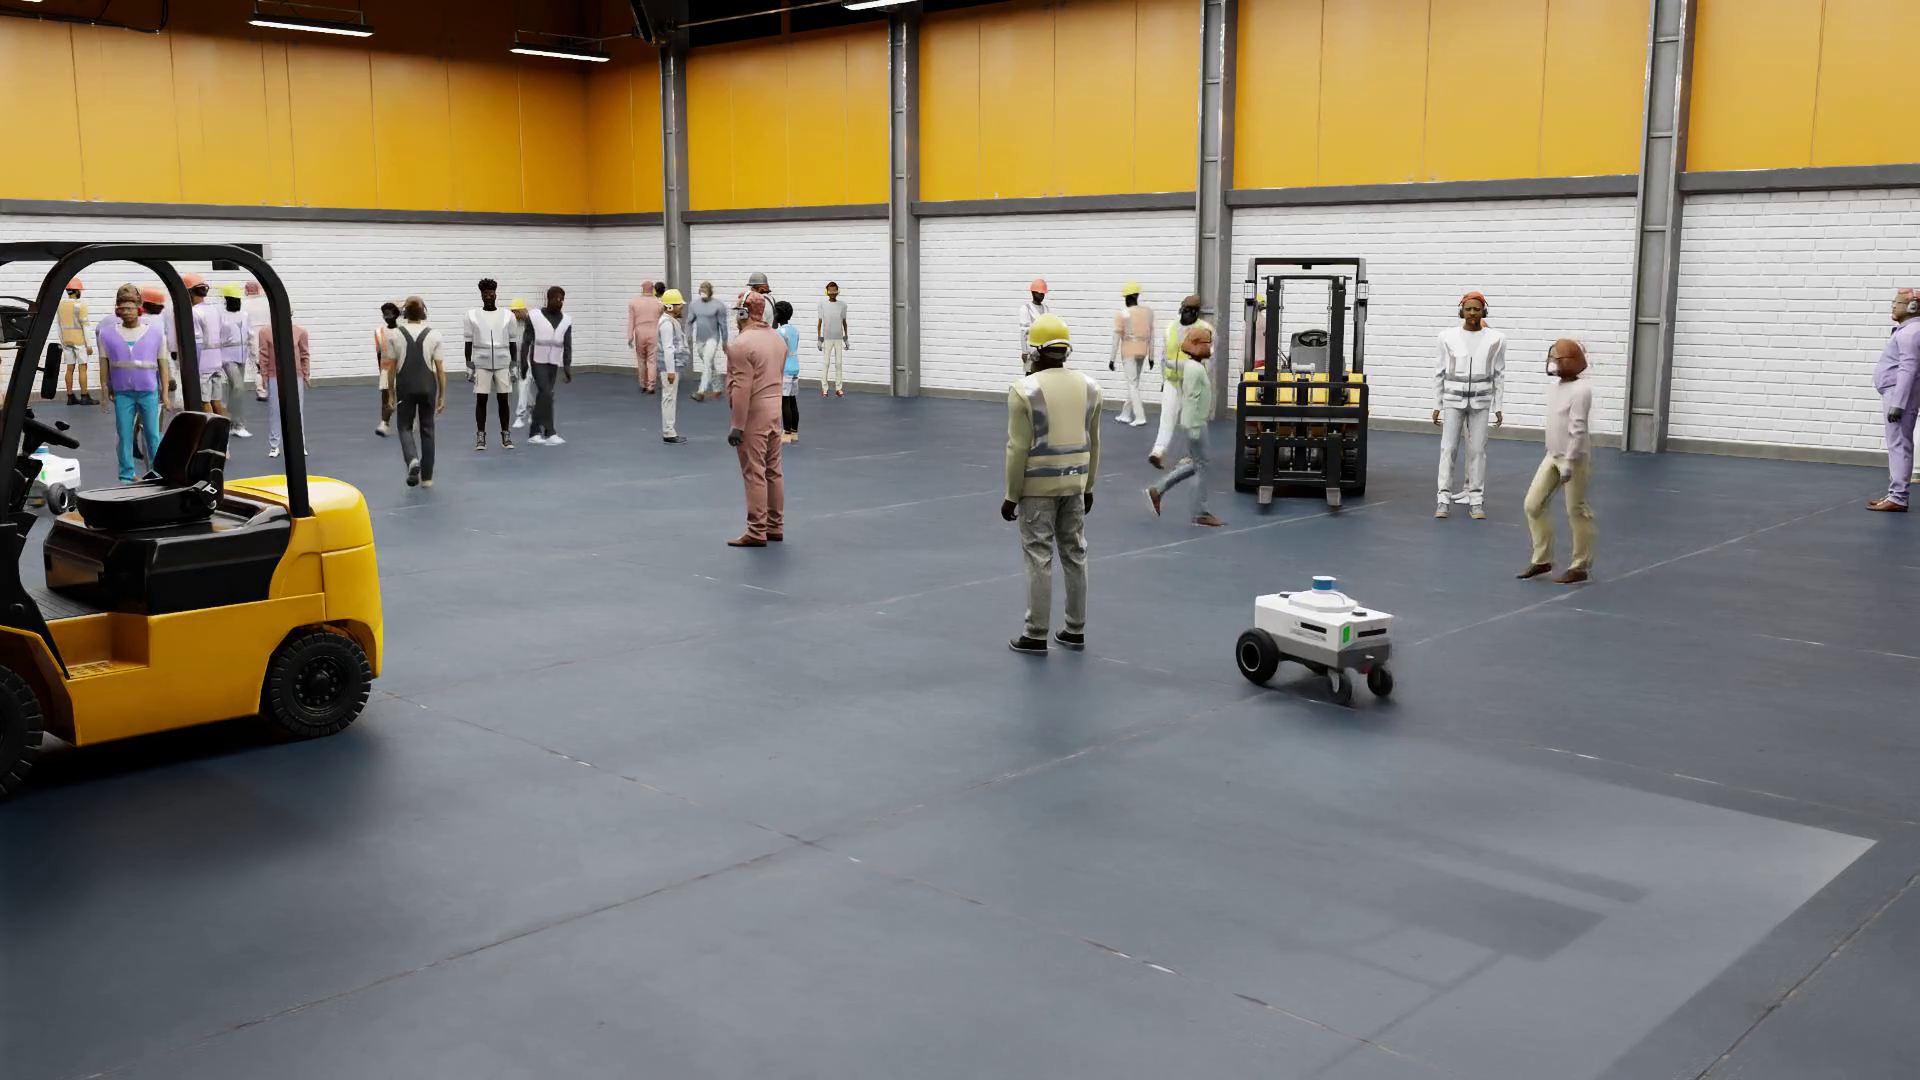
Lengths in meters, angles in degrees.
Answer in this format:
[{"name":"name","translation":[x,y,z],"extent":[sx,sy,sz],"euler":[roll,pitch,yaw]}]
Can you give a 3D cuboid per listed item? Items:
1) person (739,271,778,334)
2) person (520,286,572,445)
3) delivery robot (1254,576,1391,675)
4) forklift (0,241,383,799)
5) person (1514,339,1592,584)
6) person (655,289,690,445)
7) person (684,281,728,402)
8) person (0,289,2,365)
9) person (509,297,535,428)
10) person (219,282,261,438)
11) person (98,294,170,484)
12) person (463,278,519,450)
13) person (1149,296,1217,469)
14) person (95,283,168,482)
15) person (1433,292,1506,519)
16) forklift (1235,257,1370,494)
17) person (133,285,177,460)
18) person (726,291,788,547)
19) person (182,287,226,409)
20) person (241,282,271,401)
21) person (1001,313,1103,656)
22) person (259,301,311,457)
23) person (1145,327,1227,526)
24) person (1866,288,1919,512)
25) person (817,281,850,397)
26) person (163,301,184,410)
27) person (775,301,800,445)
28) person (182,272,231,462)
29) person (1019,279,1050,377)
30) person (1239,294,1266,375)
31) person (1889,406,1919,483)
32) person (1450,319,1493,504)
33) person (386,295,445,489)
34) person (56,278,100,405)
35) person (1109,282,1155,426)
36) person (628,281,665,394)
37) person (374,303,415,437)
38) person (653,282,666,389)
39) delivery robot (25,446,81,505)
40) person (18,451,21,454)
[{"name":"person","translation":[-2.798,-2.705,23.095],"extent":[0.535,2.000,0.684],"euler":[2,9,12]},{"name":"person","translation":[-4.825,-2.047,19.618],"extent":[0.835,1.858,0.605],"euler":[7,12,38]},{"name":"delivery robot","translation":[1.781,0.421,8.188],"extent":[0.477,0.478,0.707],"euler":[-5,11,-30]},{"name":"forklift","translation":[-3.706,-0.171,7.093],"extent":[1.214,2.155,2.313],"euler":[9,13,43]},{"name":"person","translation":[3.904,-0.501,10.875],"extent":[0.564,1.613,0.503],"euler":[-2,9,-12]},{"name":"person","translation":[-3.399,-2.044,19.678],"extent":[0.404,1.833,0.592],"euler":[-1,9,-8]},{"name":"person","translation":[-3.980,-3.123,26.197],"extent":[0.640,1.883,1.064],"euler":[4,10,23]},{"name":"person","translation":[-12.772,-2.485,21.919],"extent":[0.393,1.985,0.611],"euler":[-3,10,-19]},{"name":"person","translation":[-5.782,-2.360,22.010],"extent":[0.493,1.708,0.849],"euler":[2,9,10]},{"name":"person","translation":[-8.850,-2.198,20.429],"extent":[0.702,1.902,0.609],"euler":[3,10,15]},{"name":"person","translation":[-7.631,-1.352,15.398],"extent":[0.570,1.843,0.372],"euler":[-3,10,-20]},{"name":"person","translation":[-5.378,-2.015,19.097],"extent":[0.610,1.965,0.364],"euler":[-4,10,-21]},{"name":"person","translation":[2.313,-1.627,17.256],"extent":[0.644,1.788,0.948],"euler":[6,11,34]},{"name":"person","translation":[-7.819,-1.456,15.768],"extent":[0.627,1.934,0.370],"euler":[1,9,5]},{"name":"person","translation":[4.216,-1.111,13.810],"extent":[0.573,1.883,0.355],"euler":[2,9,12]},{"name":"forklift","translation":[3.309,-1.629,16.029],"extent":[1.214,2.155,2.313],"euler":[2,9,11]},{"name":"person","translation":[-8.721,-1.789,17.898],"extent":[0.622,1.900,0.438],"euler":[5,10,28]},{"name":"person","translation":[-1.550,-0.901,12.446],"extent":[0.401,1.910,0.642],"euler":[4,10,24]},{"name":"person","translation":[-11.055,-2.835,24.153],"extent":[0.641,1.966,0.839],"euler":[5,10,26]},{"name":"person","translation":[-11.145,-3.130,26.234],"extent":[0.681,1.856,0.967],"euler":[-8,12,-39]},{"name":"person","translation":[0.476,-0.294,8.945],"extent":[0.588,1.835,0.403],"euler":[-6,11,-31]},{"name":"person","translation":[-7.447,-1.794,18.369],"extent":[0.524,1.764,0.329],"euler":[-4,10,-22]},{"name":"person","translation":[1.838,-0.910,13.404],"extent":[0.605,1.616,0.503],"euler":[1,9,9]},{"name":"person","translation":[8.032,-1.195,14.237],"extent":[0.409,1.909,0.652],"euler":[6,11,33]},{"name":"person","translation":[-2.050,-3.244,26.925],"extent":[0.538,1.869,0.312],"euler":[-3,10,-18]},{"name":"person","translation":[-11.478,-2.818,24.475],"extent":[0.432,1.826,0.643],"euler":[-2,10,-14]},{"name":"person","translation":[-2.072,-1.974,19.666],"extent":[0.318,1.697,0.535],"euler":[3,10,16]},{"name":"person","translation":[-8.051,-1.814,17.647],"extent":[0.395,2.035,0.614],"euler":[0,9,2]},{"name":"person","translation":[1.077,-2.661,23.153],"extent":[0.551,1.933,0.371],"euler":[-9,13,-44]},{"name":"person","translation":[3.845,-2.294,21.486],"extent":[0.557,1.761,0.425],"euler":[-8,12,-39]},{"name":"person","translation":[9.369,-1.496,16.165],"extent":[0.579,1.884,0.352],"euler":[-4,10,-25]},{"name":"person","translation":[4.536,-1.132,14.686],"extent":[0.307,1.638,0.513],"euler":[2,9,10]},{"name":"person","translation":[-5.074,-1.367,15.546],"extent":[0.530,1.827,0.484],"euler":[-3,10,-20]},{"name":"person","translation":[-13.427,-3.011,25.298],"extent":[0.551,1.932,0.378],"euler":[3,10,15]},{"name":"person","translation":[2.258,-2.456,22.029],"extent":[0.621,1.903,0.737],"euler":[-6,11,-31]},{"name":"person","translation":[-5.192,-3.387,27.809],"extent":[0.679,1.856,0.966],"euler":[-1,9,-8]},{"name":"person","translation":[-6.995,-2.105,20.595],"extent":[0.541,1.646,0.868],"euler":[0,9,1]},{"name":"person","translation":[-5.222,-3.524,28.738],"extent":[0.524,1.834,0.781],"euler":[-6,11,-32]},{"name":"delivery robot","translation":[-7.810,-0.555,14.175],"extent":[0.477,0.478,0.707],"euler":[-1,9,-4]},{"name":"person","translation":[-9.104,-1.277,15.621],"extent":[0.581,1.615,0.534],"euler":[-4,10,-23]}]
